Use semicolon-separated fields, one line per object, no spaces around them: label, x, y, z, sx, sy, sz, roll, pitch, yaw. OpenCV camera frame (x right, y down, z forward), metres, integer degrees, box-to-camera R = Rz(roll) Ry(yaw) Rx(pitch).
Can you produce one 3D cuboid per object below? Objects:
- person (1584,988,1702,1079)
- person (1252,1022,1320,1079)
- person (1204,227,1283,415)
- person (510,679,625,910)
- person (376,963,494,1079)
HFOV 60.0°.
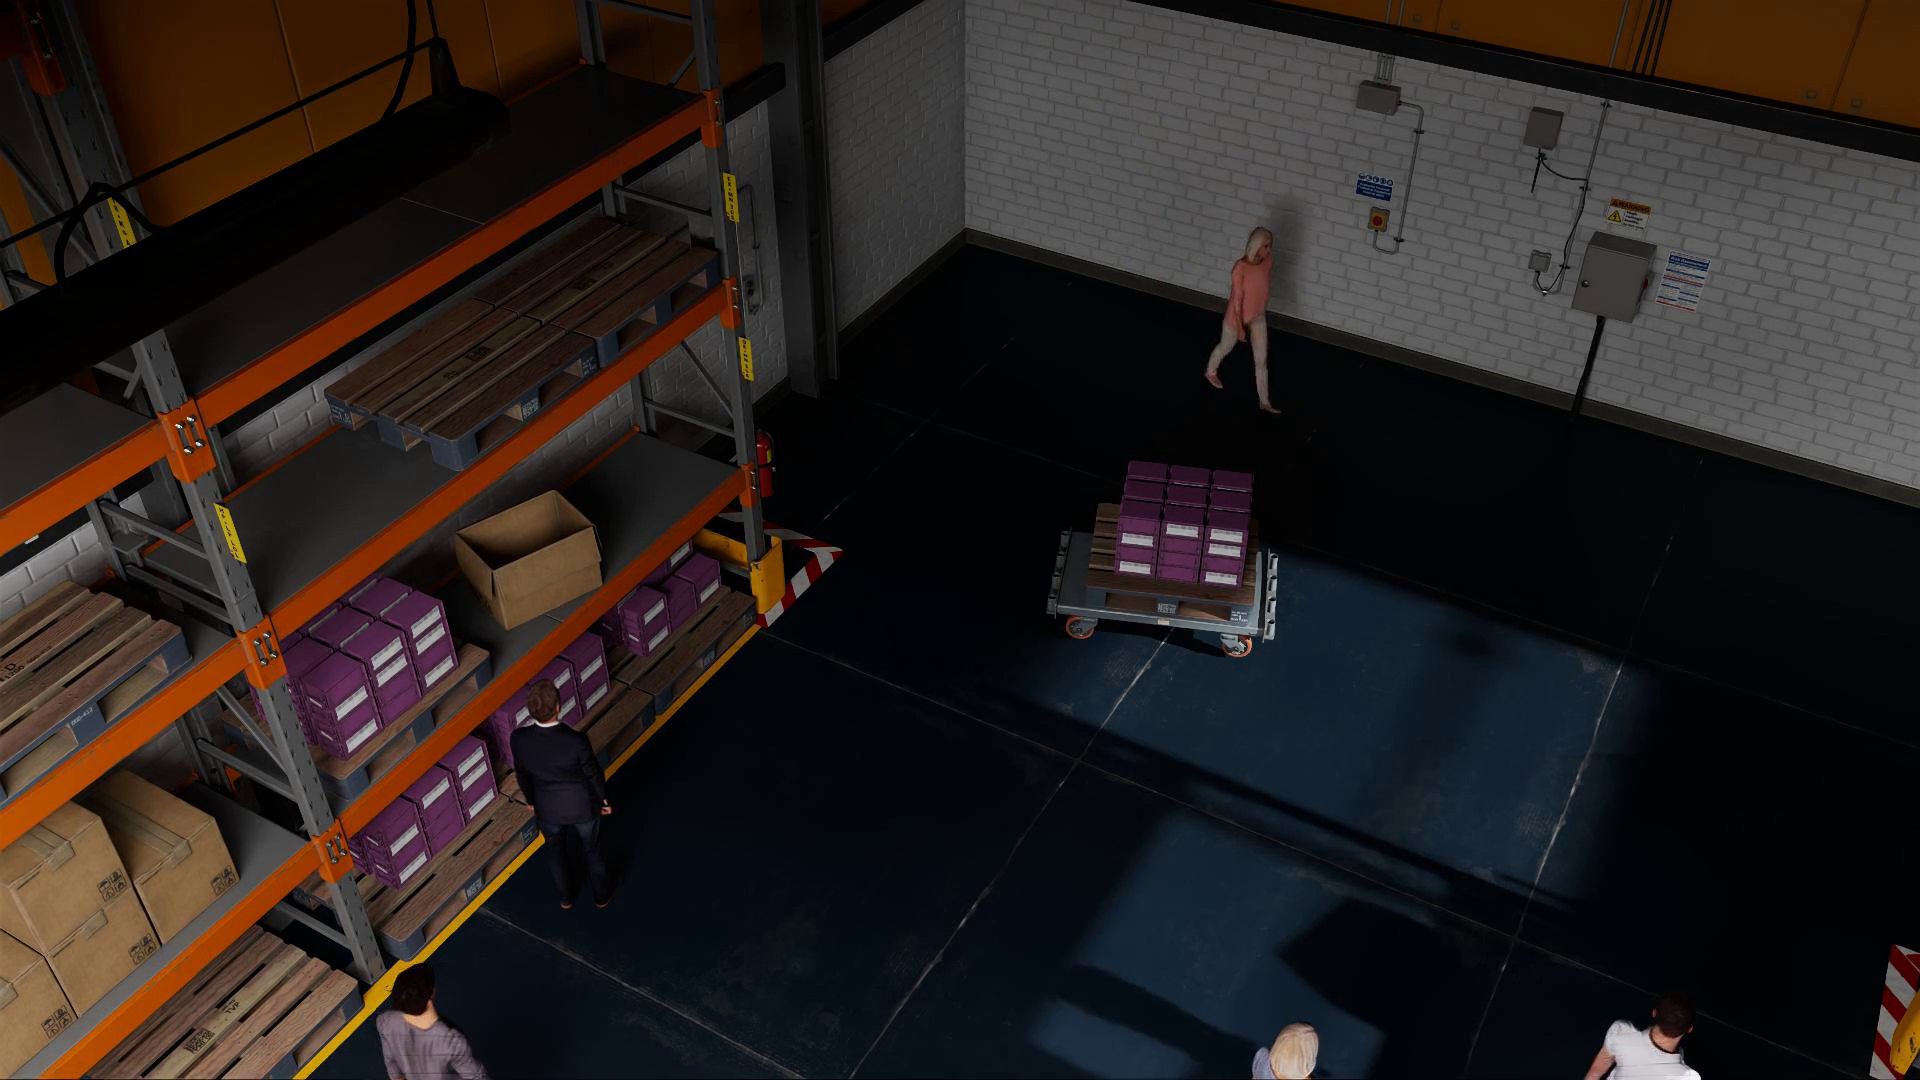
person;3.224;2.901;8.155;0.998;1.837;0.868;-24;44;-27
person;1.583;2.933;8.208;0.593;1.723;0.627;-31;48;-33
person;2.396;-1.939;14.347;1.162;1.674;1.049;-20;43;-23
person;-2.354;1.523;9.898;0.765;1.816;0.748;3;39;3
person;-2.591;2.832;8.267;0.744;1.807;1.187;16;41;19
